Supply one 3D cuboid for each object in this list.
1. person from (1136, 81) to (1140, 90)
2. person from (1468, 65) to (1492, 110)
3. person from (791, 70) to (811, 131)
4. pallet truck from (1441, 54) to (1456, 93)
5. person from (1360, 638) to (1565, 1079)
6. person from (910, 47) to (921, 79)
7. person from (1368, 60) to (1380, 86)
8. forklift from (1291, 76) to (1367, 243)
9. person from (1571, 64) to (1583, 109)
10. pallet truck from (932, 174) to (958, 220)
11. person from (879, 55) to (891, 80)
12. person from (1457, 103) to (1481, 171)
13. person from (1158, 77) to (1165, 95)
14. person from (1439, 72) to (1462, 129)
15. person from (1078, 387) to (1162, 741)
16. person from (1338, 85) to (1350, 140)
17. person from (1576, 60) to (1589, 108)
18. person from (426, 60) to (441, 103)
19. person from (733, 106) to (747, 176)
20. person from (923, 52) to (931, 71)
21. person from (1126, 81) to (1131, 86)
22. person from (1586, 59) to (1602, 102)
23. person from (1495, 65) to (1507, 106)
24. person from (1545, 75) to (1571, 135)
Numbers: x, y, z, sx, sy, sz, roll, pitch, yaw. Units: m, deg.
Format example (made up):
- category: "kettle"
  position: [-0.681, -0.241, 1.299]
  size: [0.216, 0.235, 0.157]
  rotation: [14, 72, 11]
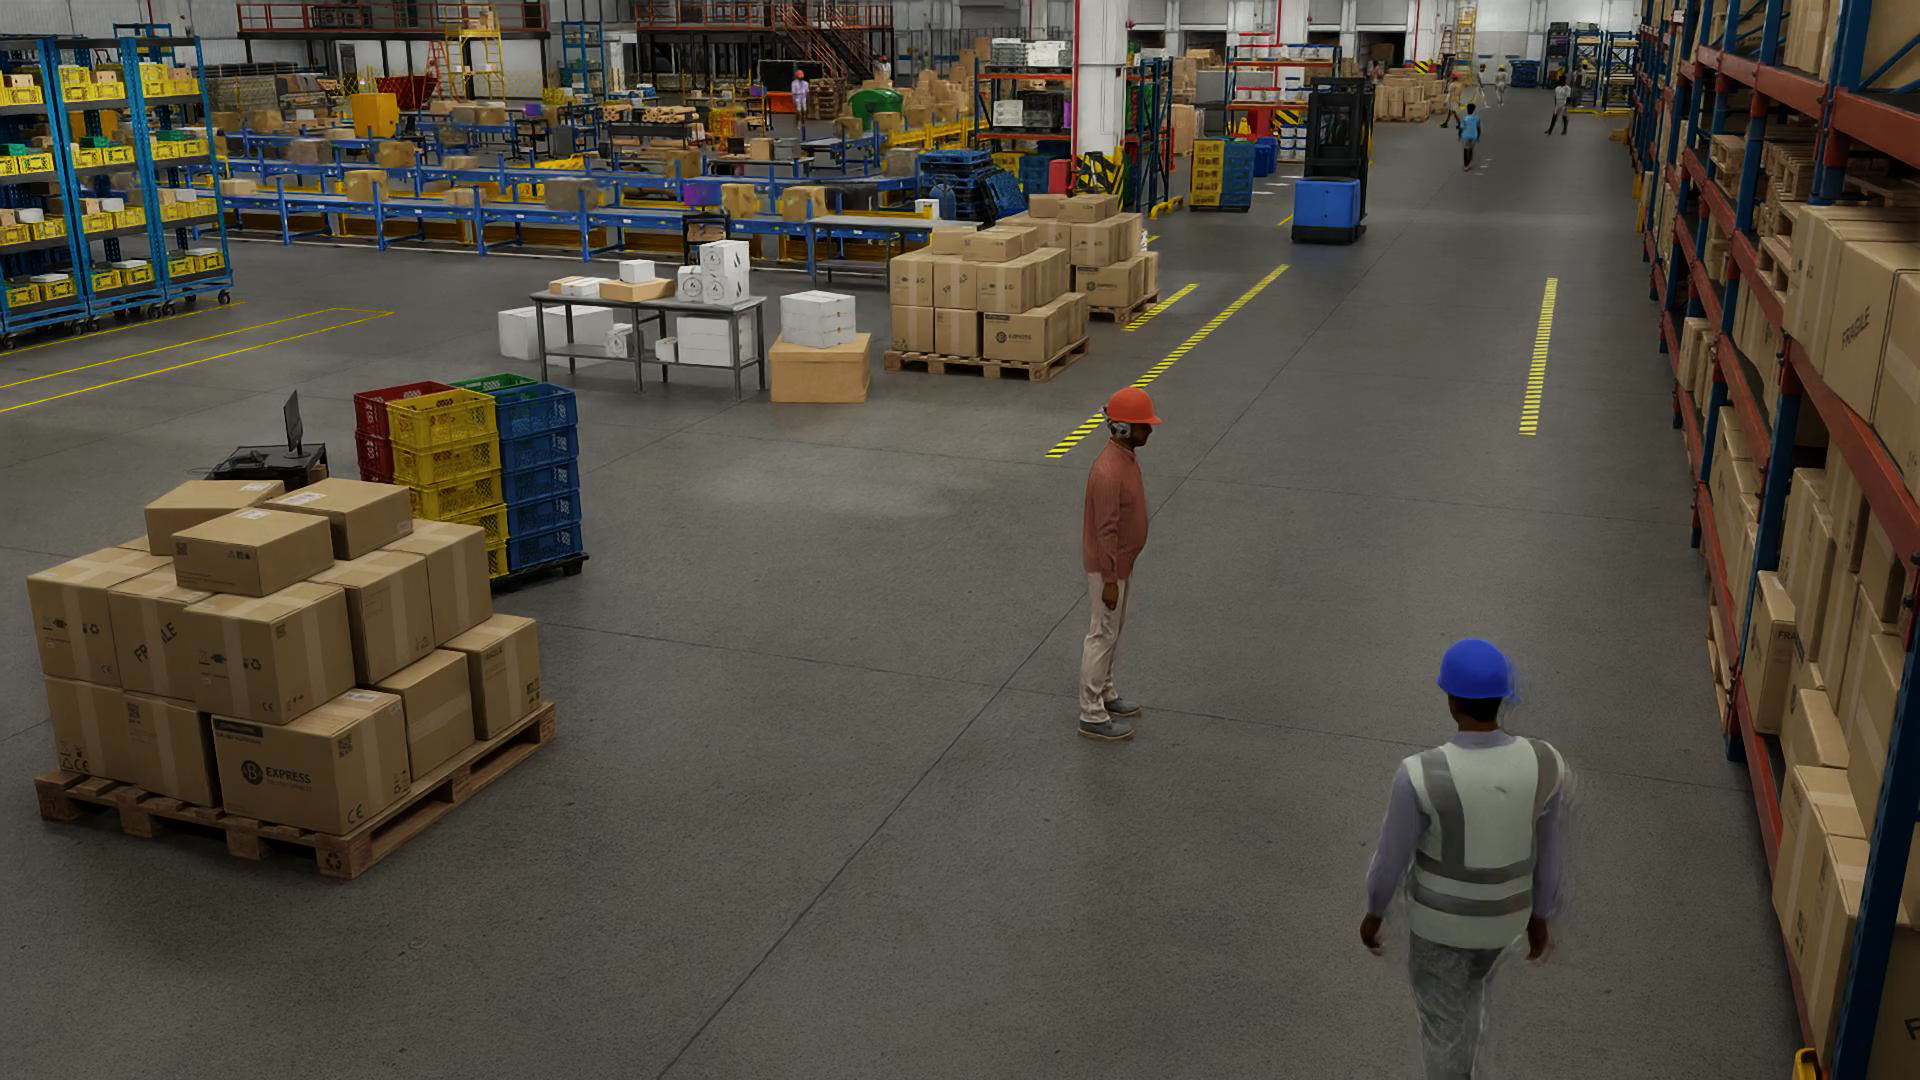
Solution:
- category: "person"
  position: [8.801, -22.974, 81.906]
  size: [0.390, 1.925, 0.624]
  rotation: [-12, 21, -32]
- category: "person"
  position: [21.394, -18.621, 68.417]
  size: [1.015, 1.803, 0.487]
  rotation: [13, 22, 35]
- category: "person"
  position: [-5.344, -14.799, 56.026]
  size: [0.631, 2.027, 0.423]
  rotation: [-8, 19, -24]
- category: "pallet truck"
  position: [22.765, -21.886, 78.355]
  size: [0.823, 1.965, 1.885]
  rotation: [-4, 18, -14]
- category: "person"
  position: [1.699, 1.246, 5.778]
  size: [0.633, 1.924, 0.652]
  rotation: [-4, 18, -12]
- category: "person"
  position: [-2.551, -28.444, 99.172]
  size: [1.006, 1.871, 0.608]
  rotation: [5, 18, 14]
- category: "person"
  position: [19.573, -21.805, 78.612]
  size: [0.372, 1.680, 0.539]
  rotation: [-8, 19, -23]
- category: "forklift"
  position: [6.598, -6.755, 29.381]
  size: [1.129, 2.768, 1.873]
  rotation: [6, 19, 19]
- category: "person"
  position: [25.488, -18.727, 68.714]
  size: [0.522, 1.825, 0.437]
  rotation: [-8, 19, -24]
- category: "pallet truck"
  position: [-0.507, -5.292, 27.348]
  size: [0.653, 1.274, 1.630]
  rotation: [6, 19, 19]
- category: "person"
  position: [-3.534, -21.946, 78.665]
  size: [0.581, 1.920, 0.493]
  rotation: [-4, 18, -13]
- category: "person"
  position: [12.891, -10.233, 42.244]
  size: [0.557, 1.674, 0.593]
  rotation: [-2, 18, -7]
- category: "person"
  position: [7.048, -15.381, 58.292]
  size: [0.331, 1.768, 0.526]
  rotation: [4, 18, 13]
- category: "person"
  position: [17.090, -15.178, 57.469]
  size: [0.548, 1.896, 1.013]
  rotation: [-14, 22, -37]
- category: "person"
  position: [0.883, 0.127, 9.219]
  size: [0.415, 1.985, 0.611]
  rotation: [4, 18, 13]
- category: "person"
  position: [12.042, -13.471, 52.423]
  size: [0.541, 1.679, 0.608]
  rotation: [-13, 22, -36]
- category: "person"
  position: [26.197, -19.193, 70.007]
  size: [0.382, 1.923, 0.614]
  rotation: [8, 19, 25]
- category: "person"
  position: [-23.188, -20.093, 72.987]
  size: [0.976, 1.830, 0.598]
  rotation: [8, 19, 24]
- category: "person"
  position: [-5.264, -9.433, 39.612]
  size: [0.479, 1.751, 0.545]
  rotation: [-3, 18, -10]
- category: "person"
  position: [-1.766, -25.779, 90.944]
  size: [0.665, 1.793, 0.971]
  rotation: [-10, 20, -28]
- category: "person"
  position: [6.055, -16.119, 60.239]
  size: [0.386, 1.993, 0.622]
  rotation: [-2, 18, -6]
- category: "person"
  position: [28.529, -20.611, 74.547]
  size: [0.641, 1.876, 0.640]
  rotation: [6, 19, 20]
- category: "person"
  position: [23.111, -19.439, 71.145]
  size: [0.479, 1.689, 0.763]
  rotation: [5, 18, 17]
- category: "person"
  position: [19.589, -14.167, 54.239]
  size: [0.994, 1.914, 0.630]
  rotation: [-13, 22, -34]
